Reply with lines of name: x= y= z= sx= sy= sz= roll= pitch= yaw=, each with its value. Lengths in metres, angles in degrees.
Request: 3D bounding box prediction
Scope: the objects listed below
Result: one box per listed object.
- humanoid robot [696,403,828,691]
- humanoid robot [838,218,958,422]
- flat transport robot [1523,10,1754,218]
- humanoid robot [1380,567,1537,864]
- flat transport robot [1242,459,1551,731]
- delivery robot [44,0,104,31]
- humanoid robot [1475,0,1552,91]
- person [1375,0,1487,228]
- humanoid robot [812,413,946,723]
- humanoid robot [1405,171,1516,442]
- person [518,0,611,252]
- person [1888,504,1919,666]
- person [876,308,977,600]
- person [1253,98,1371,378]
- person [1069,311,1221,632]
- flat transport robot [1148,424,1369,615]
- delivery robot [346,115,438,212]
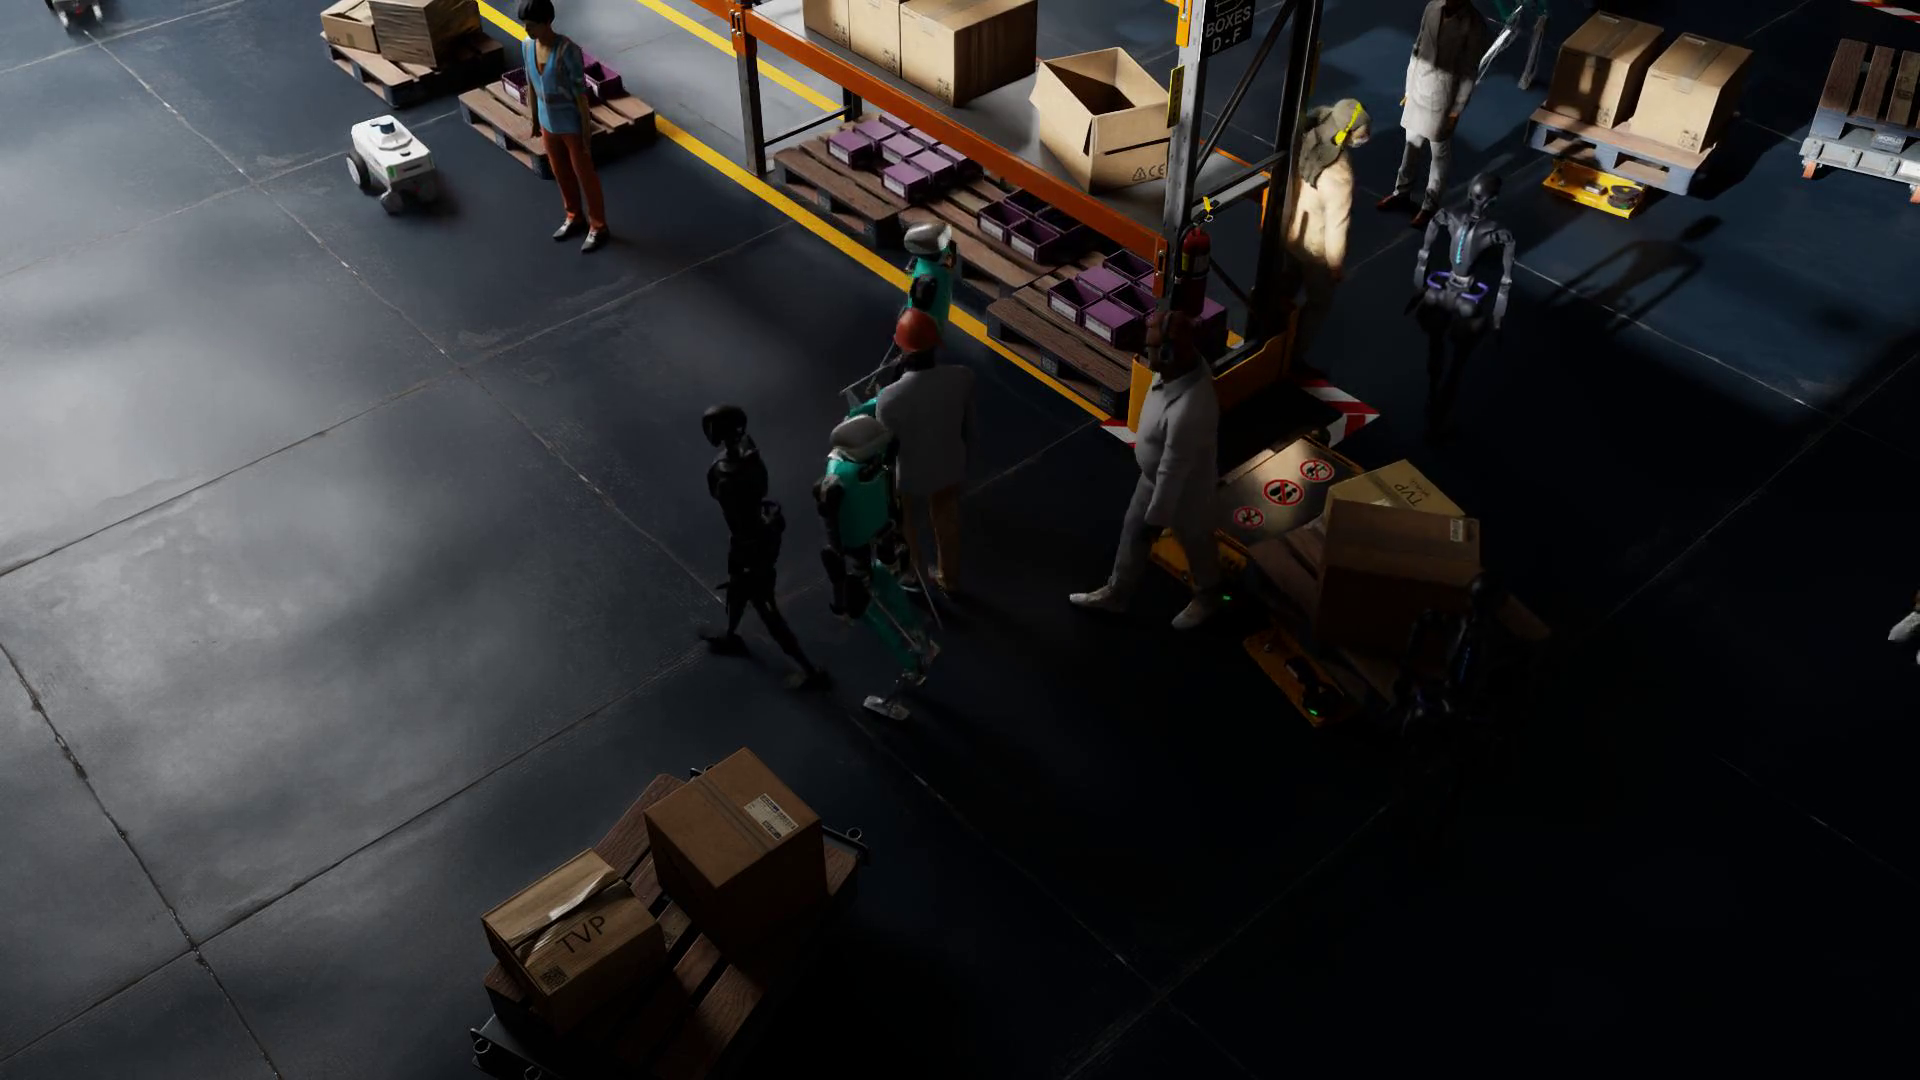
humanoid robot: x=-1.035 y=0.043 z=8.042 sx=0.728 sy=1.631 sz=0.612 roll=4 pitch=43 yaw=5
humanoid robot: x=-0.383 y=-0.944 z=9.052 sx=0.752 sy=1.799 sz=0.554 roll=9 pitch=43 yaw=10
flat transport robot: x=4.853 y=-2.814 z=12.156 sx=0.659 sy=0.231 sz=1.431 roll=27 pitch=49 yaw=26
humanoid robot: x=2.150 y=0.774 z=7.211 sx=0.613 sy=1.645 sz=0.325 roll=18 pitch=46 yaw=19
flat transport robot: x=2.238 y=0.469 z=8.585 sx=1.431 sy=0.231 sz=0.659 roll=-19 pitch=46 yaw=-20
delivery robot: x=-7.476 y=-4.678 z=13.971 sx=0.499 sy=0.594 sz=0.769 roll=-19 pitch=46 yaw=-20
humanoid robot: x=4.313 y=-4.288 z=12.671 sx=0.794 sy=1.746 sz=0.531 roll=-26 pitch=49 yaw=-26
person: x=3.198 y=-2.991 z=11.193 sx=0.365 sy=1.836 sz=0.503 roll=-29 pitch=50 yaw=-27
humanoid robot: x=-0.287 y=0.251 z=7.744 sx=0.662 sy=1.799 sz=0.530 roll=25 pitch=48 yaw=24
humanoid robot: x=2.865 y=-1.354 z=9.532 sx=0.609 sy=1.639 sz=0.539 roll=27 pitch=49 yaw=27
person: x=-2.632 y=-2.758 z=10.996 sx=0.506 sy=1.758 sz=0.331 roll=20 pitch=46 yaw=21
person: x=4.981 y=-0.142 z=8.041 sx=0.561 sy=1.906 sz=0.604 roll=-31 pitch=51 yaw=-30
person: x=-0.186 y=-0.393 z=8.441 sx=0.625 sy=1.726 sz=0.453 roll=-22 pitch=47 yaw=-22
person: x=2.043 y=-1.783 z=9.873 sx=0.502 sy=1.844 sz=0.594 roll=-11 pitch=44 yaw=-12
person: x=0.973 y=-0.303 z=8.247 sx=0.874 sy=1.850 sz=0.645 roll=-6 pitch=43 yaw=-7
flat transport robot: x=1.738 y=-0.144 z=9.252 sx=1.431 sy=0.231 sz=0.659 roll=-31 pitch=51 yaw=-30
delivery robot: x=-4.048 y=-2.724 z=11.855 sx=0.515 sy=0.606 sz=0.778 roll=-28 pitch=49 yaw=-27
